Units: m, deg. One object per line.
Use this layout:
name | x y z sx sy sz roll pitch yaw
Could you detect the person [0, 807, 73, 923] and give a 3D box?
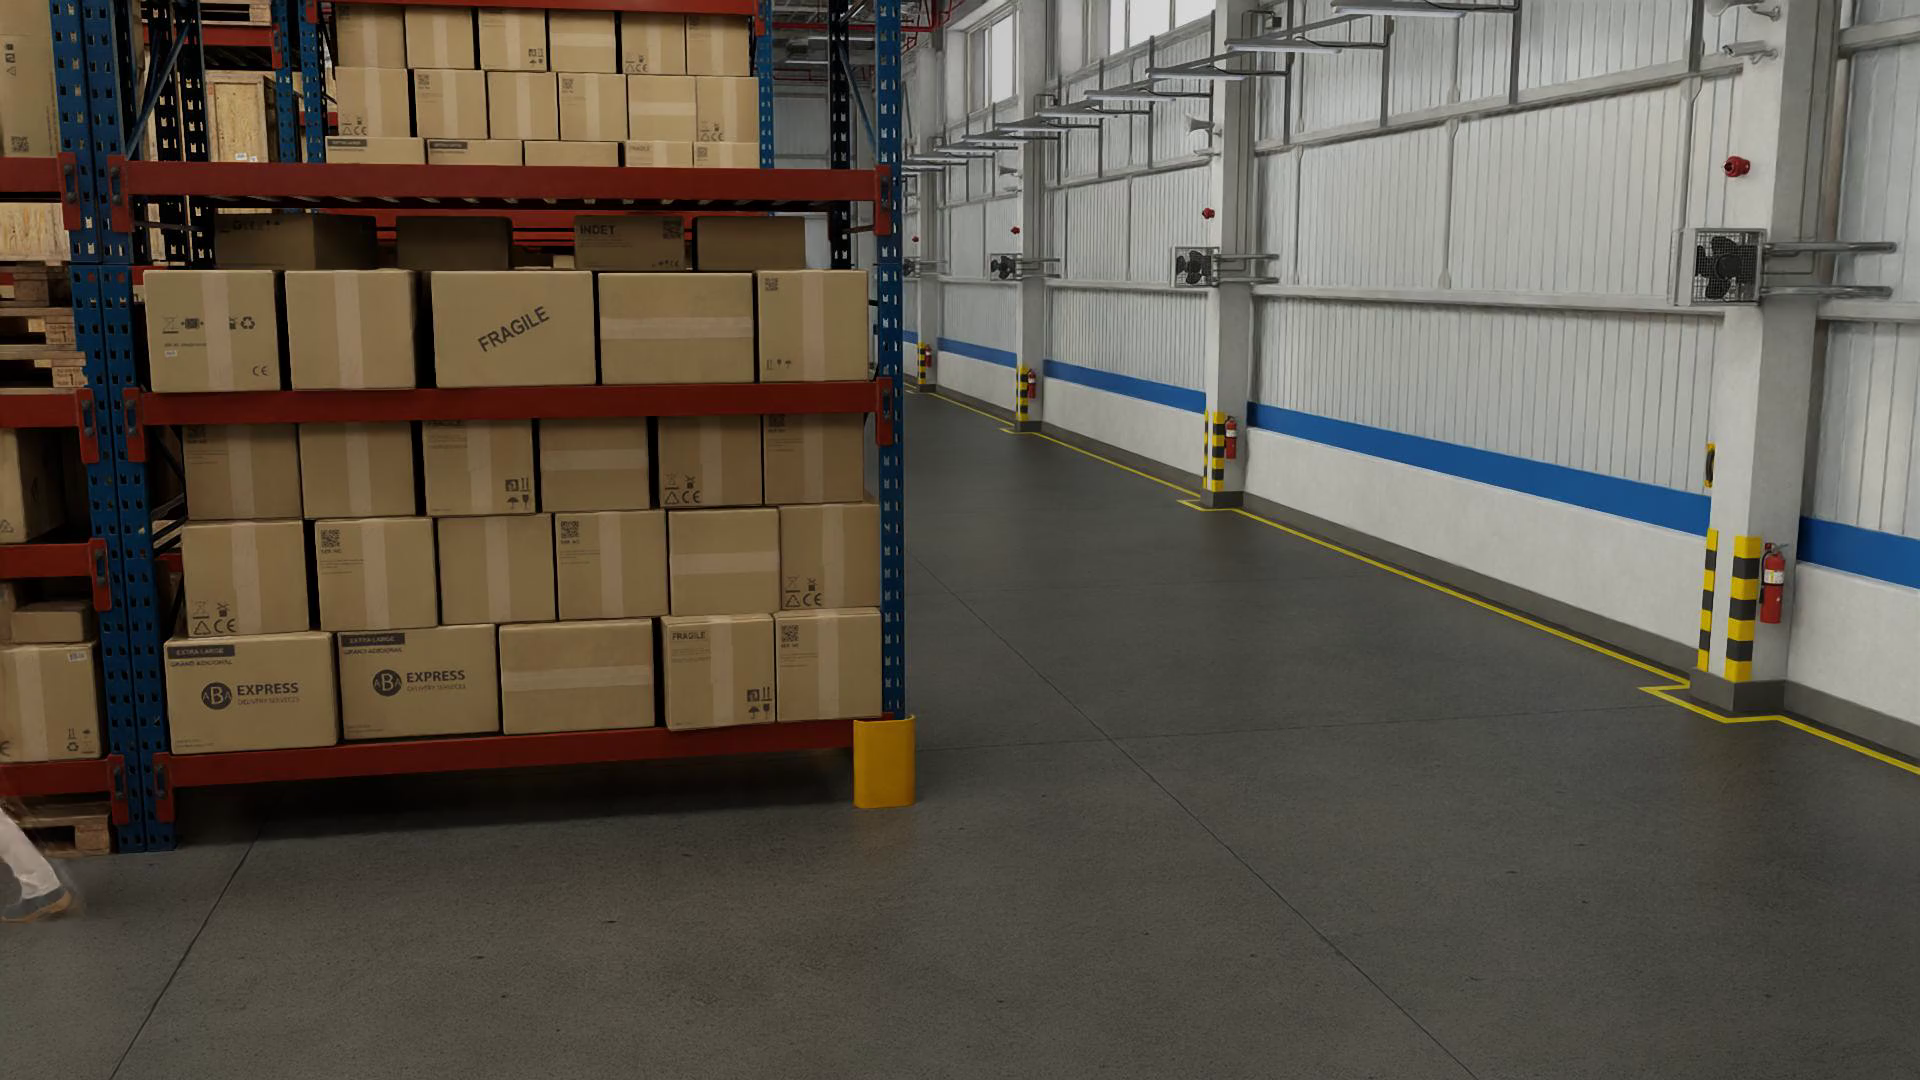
person | -4.622 0.832 7.579 1.009 1.950 0.630 -2 10 -13
